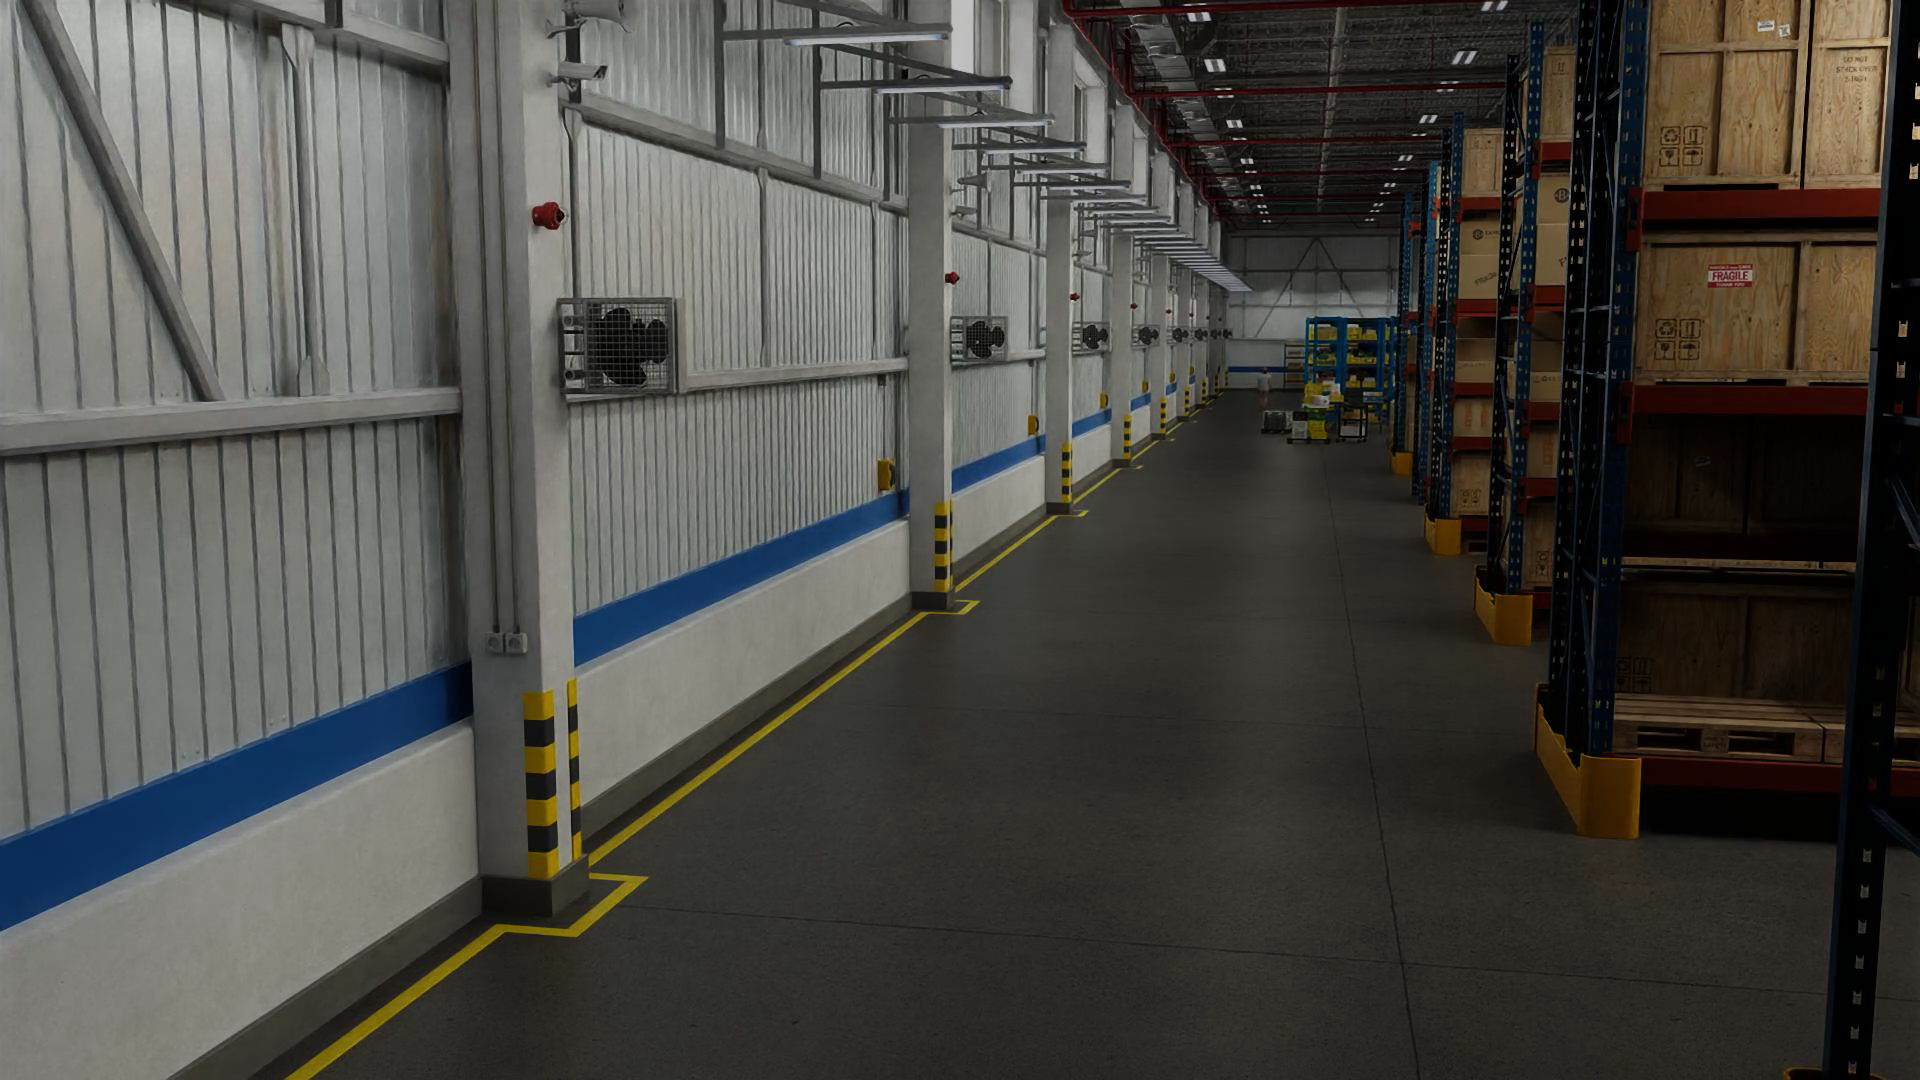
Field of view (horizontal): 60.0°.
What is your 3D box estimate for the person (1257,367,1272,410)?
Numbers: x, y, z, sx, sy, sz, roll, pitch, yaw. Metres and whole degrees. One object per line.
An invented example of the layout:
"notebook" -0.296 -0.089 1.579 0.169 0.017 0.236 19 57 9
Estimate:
"person" 12.146 -6.017 66.218 0.585 1.700 0.892 2 7 17
